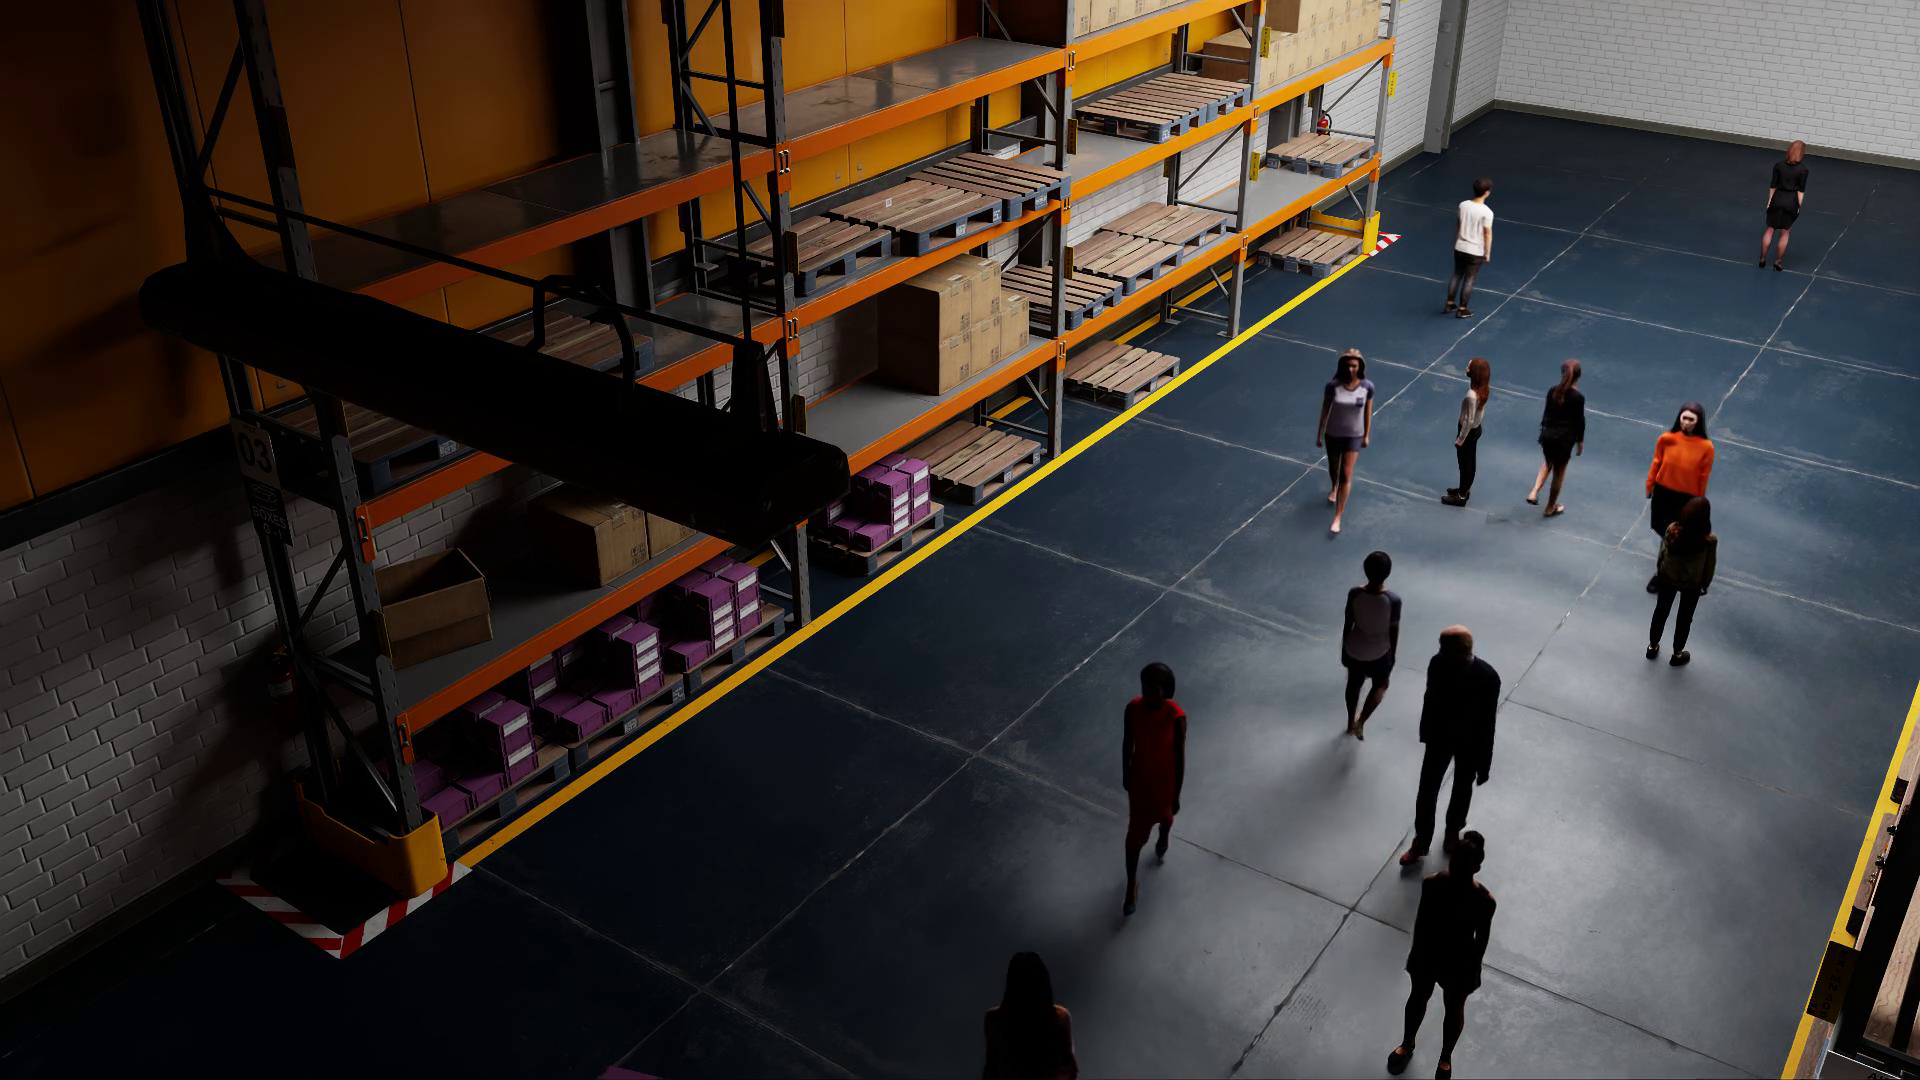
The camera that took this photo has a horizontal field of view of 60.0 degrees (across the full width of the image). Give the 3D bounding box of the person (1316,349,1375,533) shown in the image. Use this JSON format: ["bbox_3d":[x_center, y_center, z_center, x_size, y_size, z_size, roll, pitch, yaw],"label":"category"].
[{"bbox_3d":[3.574,-0.994,15.454,0.841,1.689,1.168,9,30,16],"label":"person"}]

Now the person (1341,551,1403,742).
[{"bbox_3d":[2.999,0.819,12.275,0.596,1.553,0.733,16,32,26],"label":"person"}]

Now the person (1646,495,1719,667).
[{"bbox_3d":[5.765,0.313,13.280,0.585,1.477,0.512,21,35,33],"label":"person"}]

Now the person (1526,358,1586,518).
[{"bbox_3d":[5.532,-0.940,15.504,0.718,1.548,0.661,-17,33,-28],"label":"person"}]

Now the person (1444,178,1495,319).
[{"bbox_3d":[6.141,-3.532,20.078,0.662,1.719,0.708,-20,34,-32],"label":"person"}]

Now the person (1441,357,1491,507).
[{"bbox_3d":[4.829,-1.028,15.736,0.603,1.481,0.425,17,33,29],"label":"person"}]

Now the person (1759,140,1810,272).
[{"bbox_3d":[10.683,-4.333,21.563,0.609,1.701,0.530,24,37,36],"label":"person"}]

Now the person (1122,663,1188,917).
[{"bbox_3d":[1.292,1.529,10.815,0.815,1.703,1.149,8,30,14],"label":"person"}]

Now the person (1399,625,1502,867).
[{"bbox_3d":[3.360,1.304,11.159,0.733,1.769,0.857,15,32,26],"label":"person"}]

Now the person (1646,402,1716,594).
[{"bbox_3d":[6.203,-0.417,14.366,0.666,1.720,1.025,18,33,29],"label":"person"}]

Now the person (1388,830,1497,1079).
[{"bbox_3d":[2.746,2.338,9.364,0.567,1.673,0.556,18,33,29],"label":"person"}]

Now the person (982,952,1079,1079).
[{"bbox_3d":[0.360,2.868,8.289,0.951,1.773,1.193,5,29,9],"label":"person"}]
